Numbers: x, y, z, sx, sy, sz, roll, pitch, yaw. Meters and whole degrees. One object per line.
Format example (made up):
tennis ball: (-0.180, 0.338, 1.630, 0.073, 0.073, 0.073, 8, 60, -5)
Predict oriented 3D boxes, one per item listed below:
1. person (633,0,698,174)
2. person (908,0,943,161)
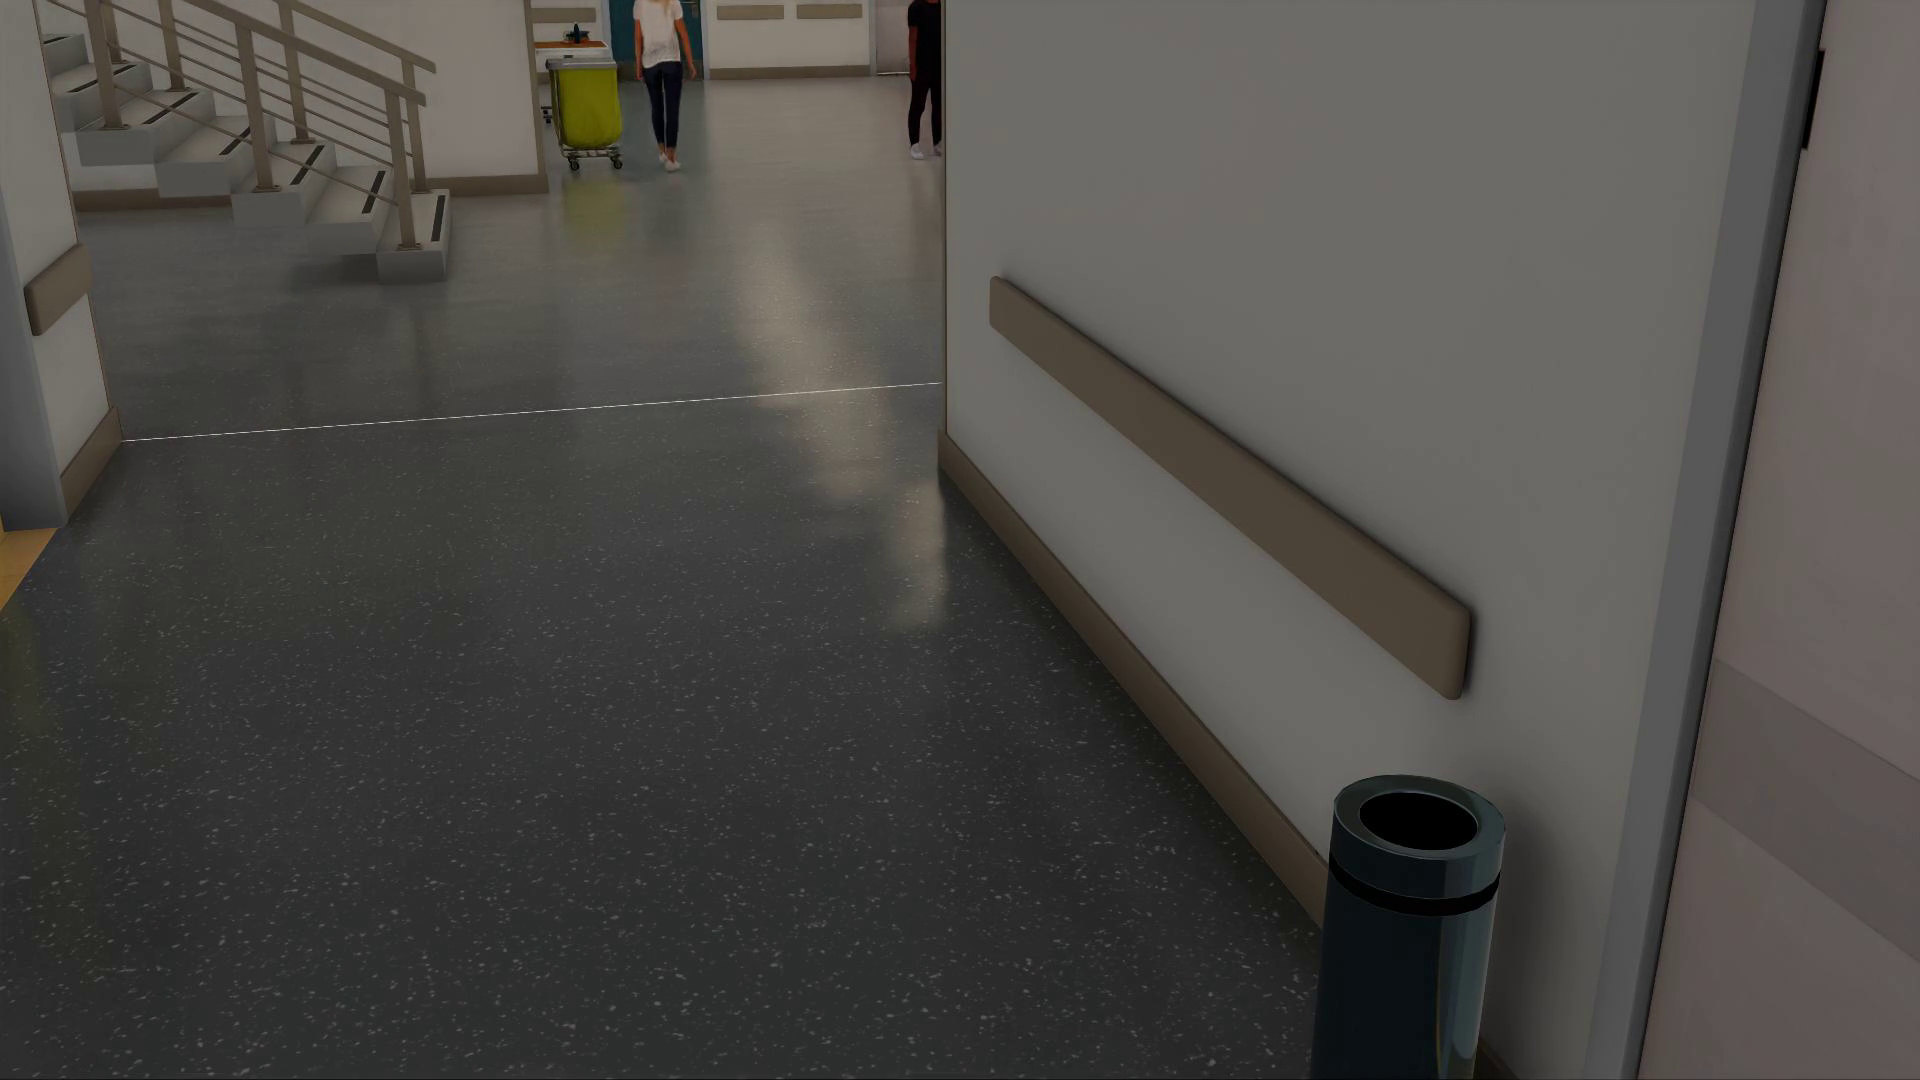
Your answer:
person: (-2.675, -4.185, 14.808, 0.793, 1.792, 0.832, 2, 21, 6)
person: (-0.283, -4.533, 15.741, 0.592, 1.781, 0.748, -13, 24, -31)
